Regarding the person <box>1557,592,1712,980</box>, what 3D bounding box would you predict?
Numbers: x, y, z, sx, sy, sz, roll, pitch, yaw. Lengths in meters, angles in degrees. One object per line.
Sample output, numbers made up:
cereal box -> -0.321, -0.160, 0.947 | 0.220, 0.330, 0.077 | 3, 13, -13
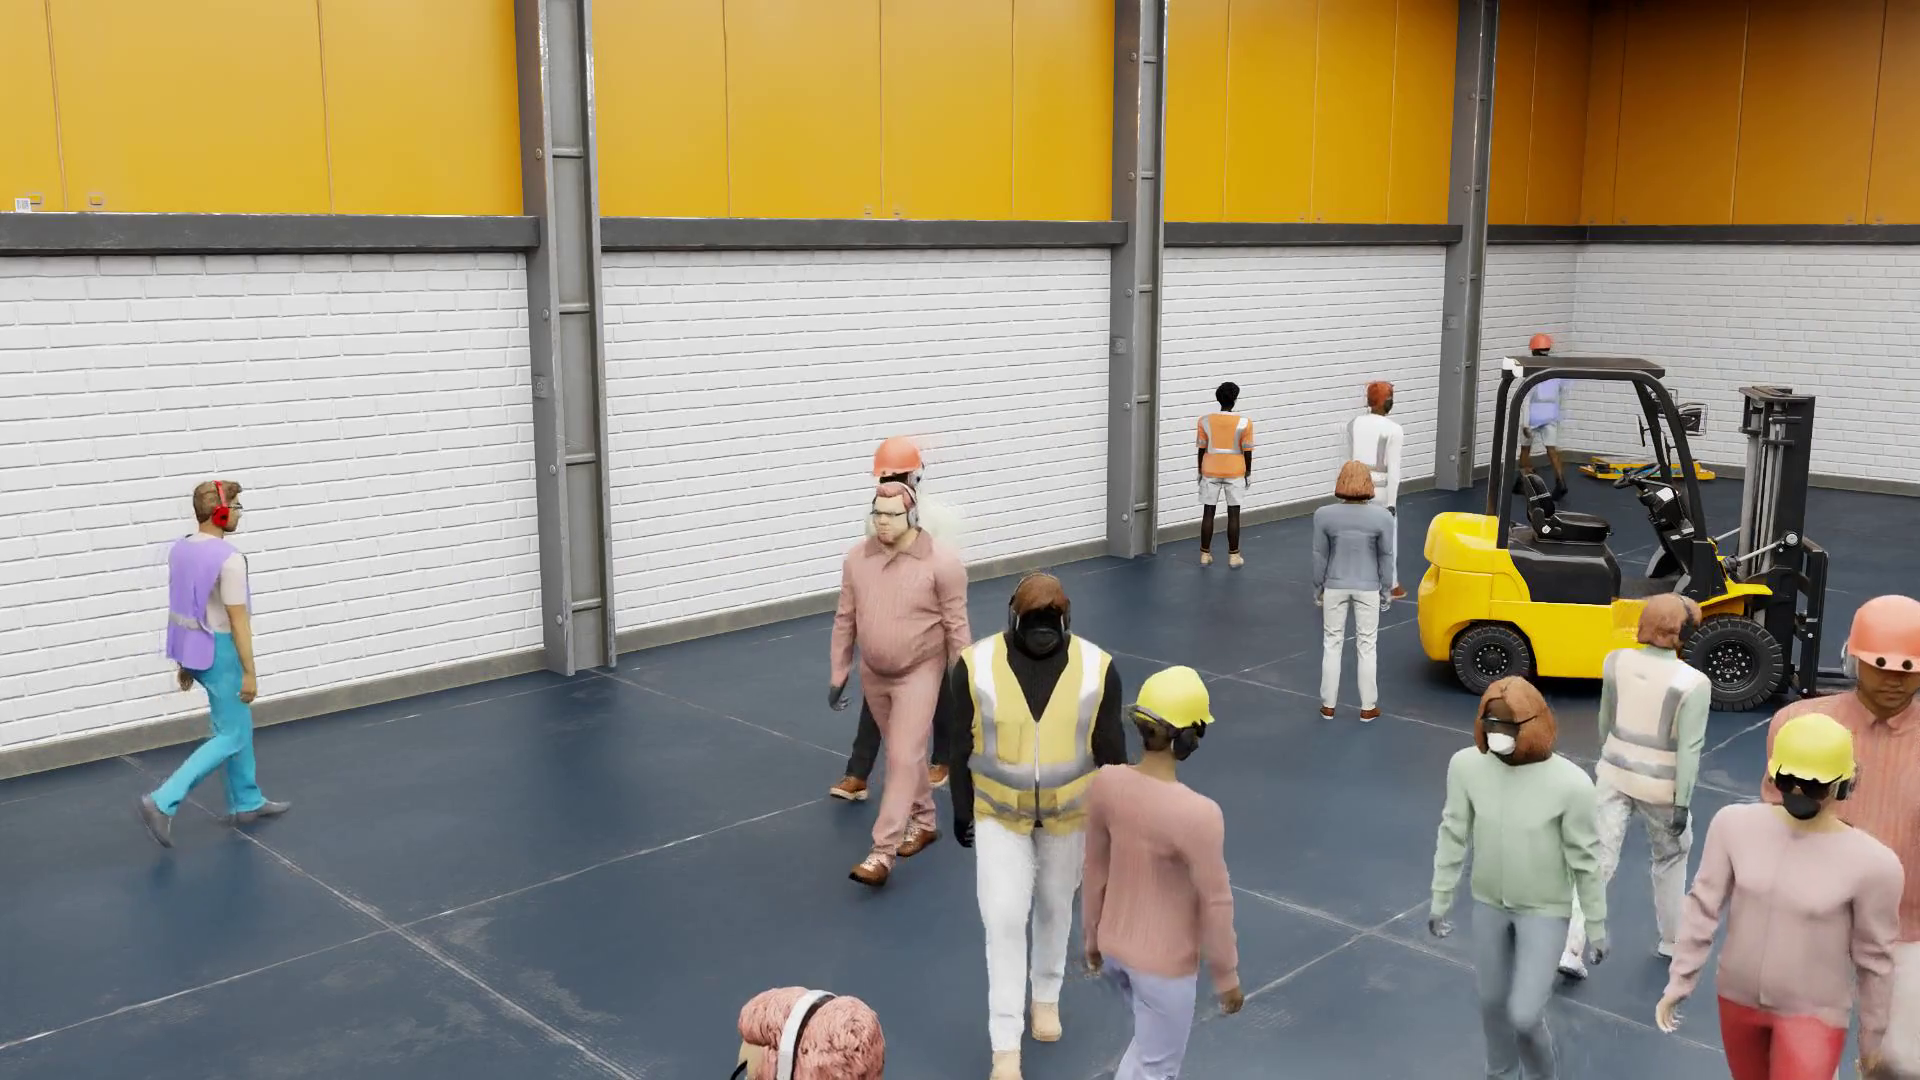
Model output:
person -> 2.735, 0.998, 6.742 | 0.876, 1.593, 0.533 | -7, 13, -34

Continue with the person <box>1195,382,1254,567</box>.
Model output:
person -> 2.403, -0.592, 15.133 | 0.534, 1.691, 0.318 | 3, 11, 18

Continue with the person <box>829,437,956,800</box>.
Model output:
person -> -0.313, 0.434, 8.819 | 0.625, 1.944, 0.961 | 6, 12, 30

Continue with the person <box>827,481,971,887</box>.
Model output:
person -> -0.348, 0.663, 7.786 | 0.673, 1.862, 0.965 | 6, 12, 32

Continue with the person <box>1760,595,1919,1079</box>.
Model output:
person -> 2.732, 1.113, 5.052 | 0.631, 1.982, 0.564 | 6, 12, 28

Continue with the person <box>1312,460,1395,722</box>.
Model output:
person -> 2.432, 0.316, 10.324 | 0.497, 1.636, 0.286 | 3, 11, 18

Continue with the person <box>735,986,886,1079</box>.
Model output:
person -> -0.206, 1.600, 2.597 | 0.400, 1.905, 0.643 | -1, 10, -4

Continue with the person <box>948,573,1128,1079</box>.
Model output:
person -> 0.285, 1.027, 5.955 | 0.649, 1.808, 0.868 | 0, 10, -1

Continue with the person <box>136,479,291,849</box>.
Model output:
person -> -3.737, 0.605, 8.248 | 0.569, 1.813, 0.757 | 8, 13, 39

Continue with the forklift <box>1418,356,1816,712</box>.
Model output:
forklift -> 4.276, -0.101, 11.076 | 2.313, 2.155, 1.214 | 2, 11, 13

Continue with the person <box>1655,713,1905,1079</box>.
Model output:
person -> 2.320, 1.307, 4.700 | 0.876, 1.723, 0.533 | -9, 13, -39

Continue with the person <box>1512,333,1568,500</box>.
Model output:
person -> 6.652, -1.410, 19.006 | 0.559, 1.909, 0.898 | -1, 10, -7

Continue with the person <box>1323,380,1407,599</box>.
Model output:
person -> 3.320, -0.382, 13.577 | 0.932, 1.851, 0.588 | -9, 14, -40

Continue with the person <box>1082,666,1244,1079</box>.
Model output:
person -> 0.598, 1.238, 4.987 | 0.400, 1.751, 0.528 | -7, 12, -32

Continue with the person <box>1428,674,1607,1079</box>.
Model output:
person -> 1.827, 1.223, 5.438 | 0.566, 1.611, 0.399 | 10, 14, 43

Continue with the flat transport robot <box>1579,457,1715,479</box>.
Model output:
flat transport robot -> 8.535, -0.900, 20.681 | 1.431, 0.197, 0.652 | 0, 10, 1
